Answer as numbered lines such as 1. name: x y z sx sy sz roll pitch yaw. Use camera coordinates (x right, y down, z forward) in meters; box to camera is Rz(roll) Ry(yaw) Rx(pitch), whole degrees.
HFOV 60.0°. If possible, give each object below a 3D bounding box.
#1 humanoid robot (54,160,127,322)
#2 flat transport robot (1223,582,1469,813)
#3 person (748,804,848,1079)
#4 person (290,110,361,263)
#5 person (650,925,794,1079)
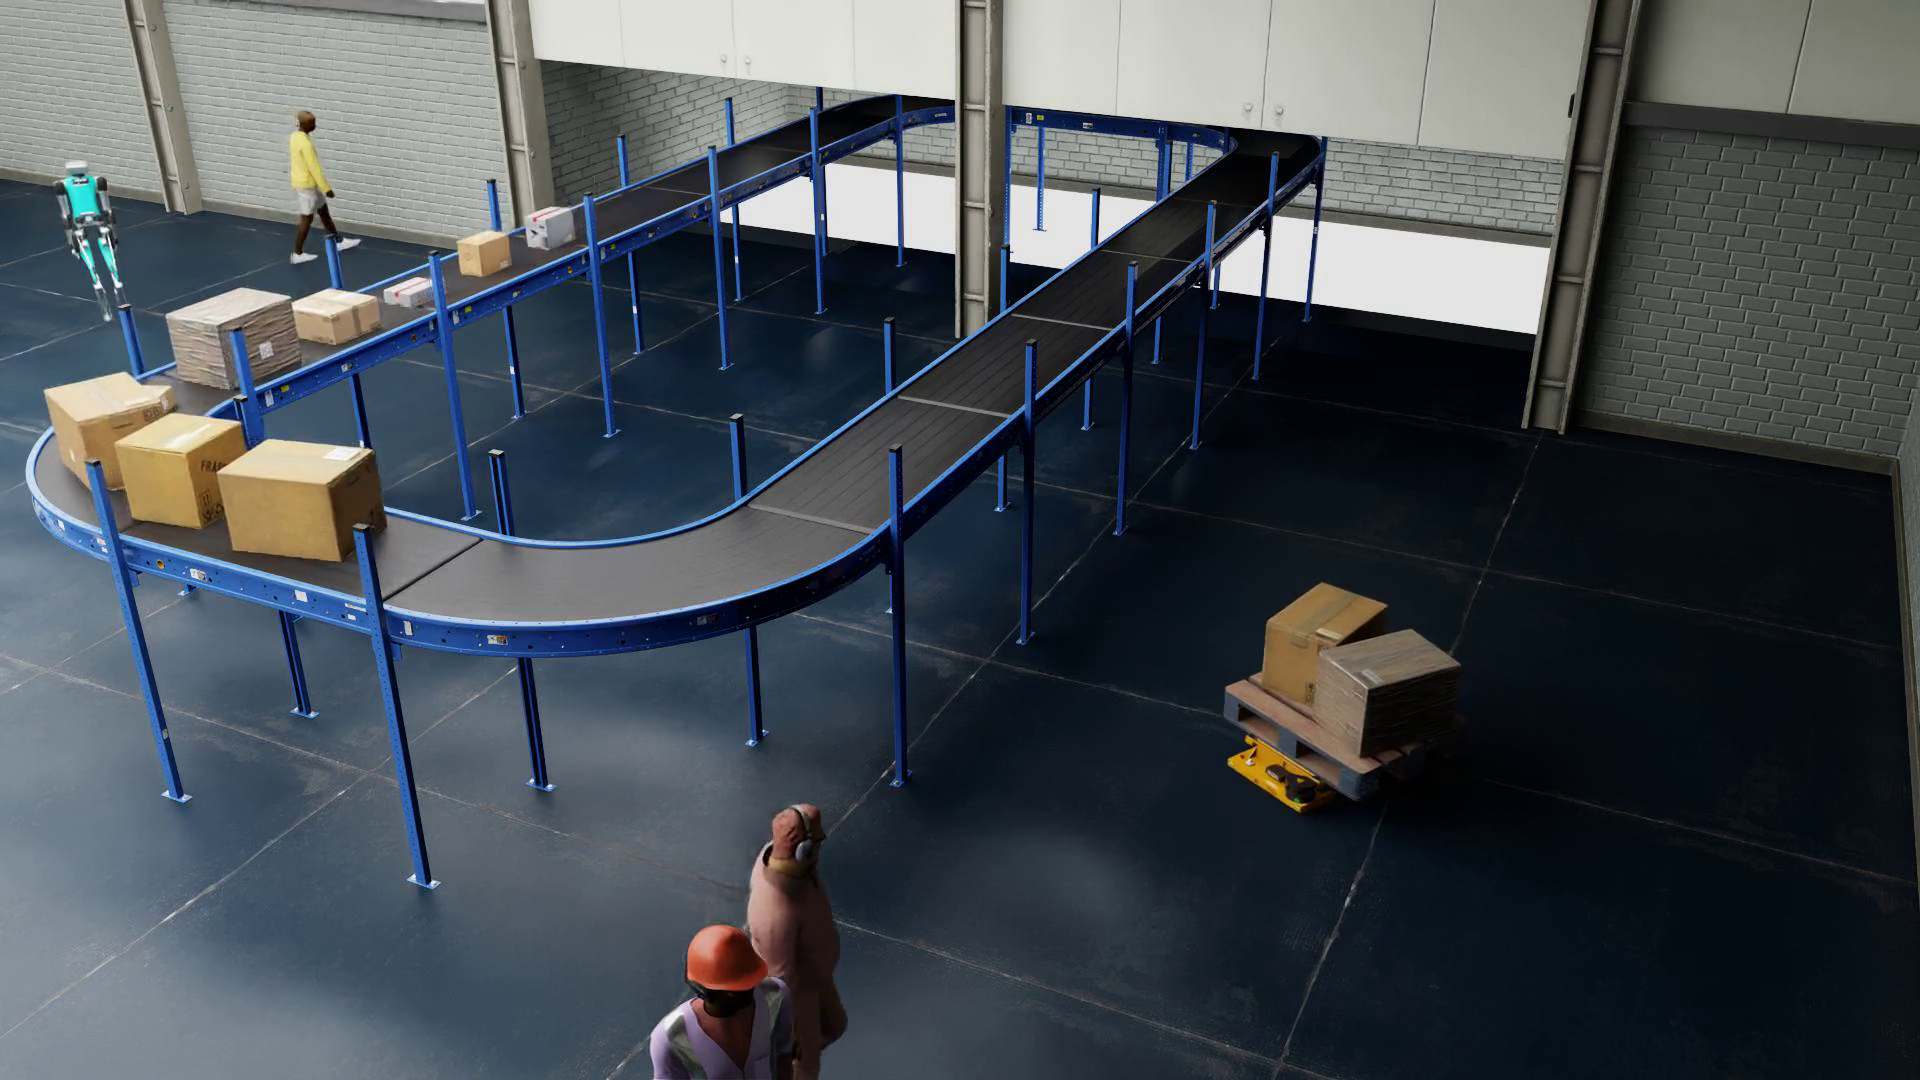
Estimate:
1. humanoid robot: -9.537 -3.241 18.378 0.548 1.810 0.673 -17 31 -31
2. flat transport robot: 2.483 1.319 10.819 1.431 0.231 0.659 -17 31 -31
3. person: -0.734 2.026 7.575 0.459 1.883 0.684 0 26 -1
4. person: -7.983 -4.380 20.537 0.879 1.842 0.548 -13 29 -25
5. person: -0.903 2.381 6.681 0.613 2.047 0.355 -18 32 -32
